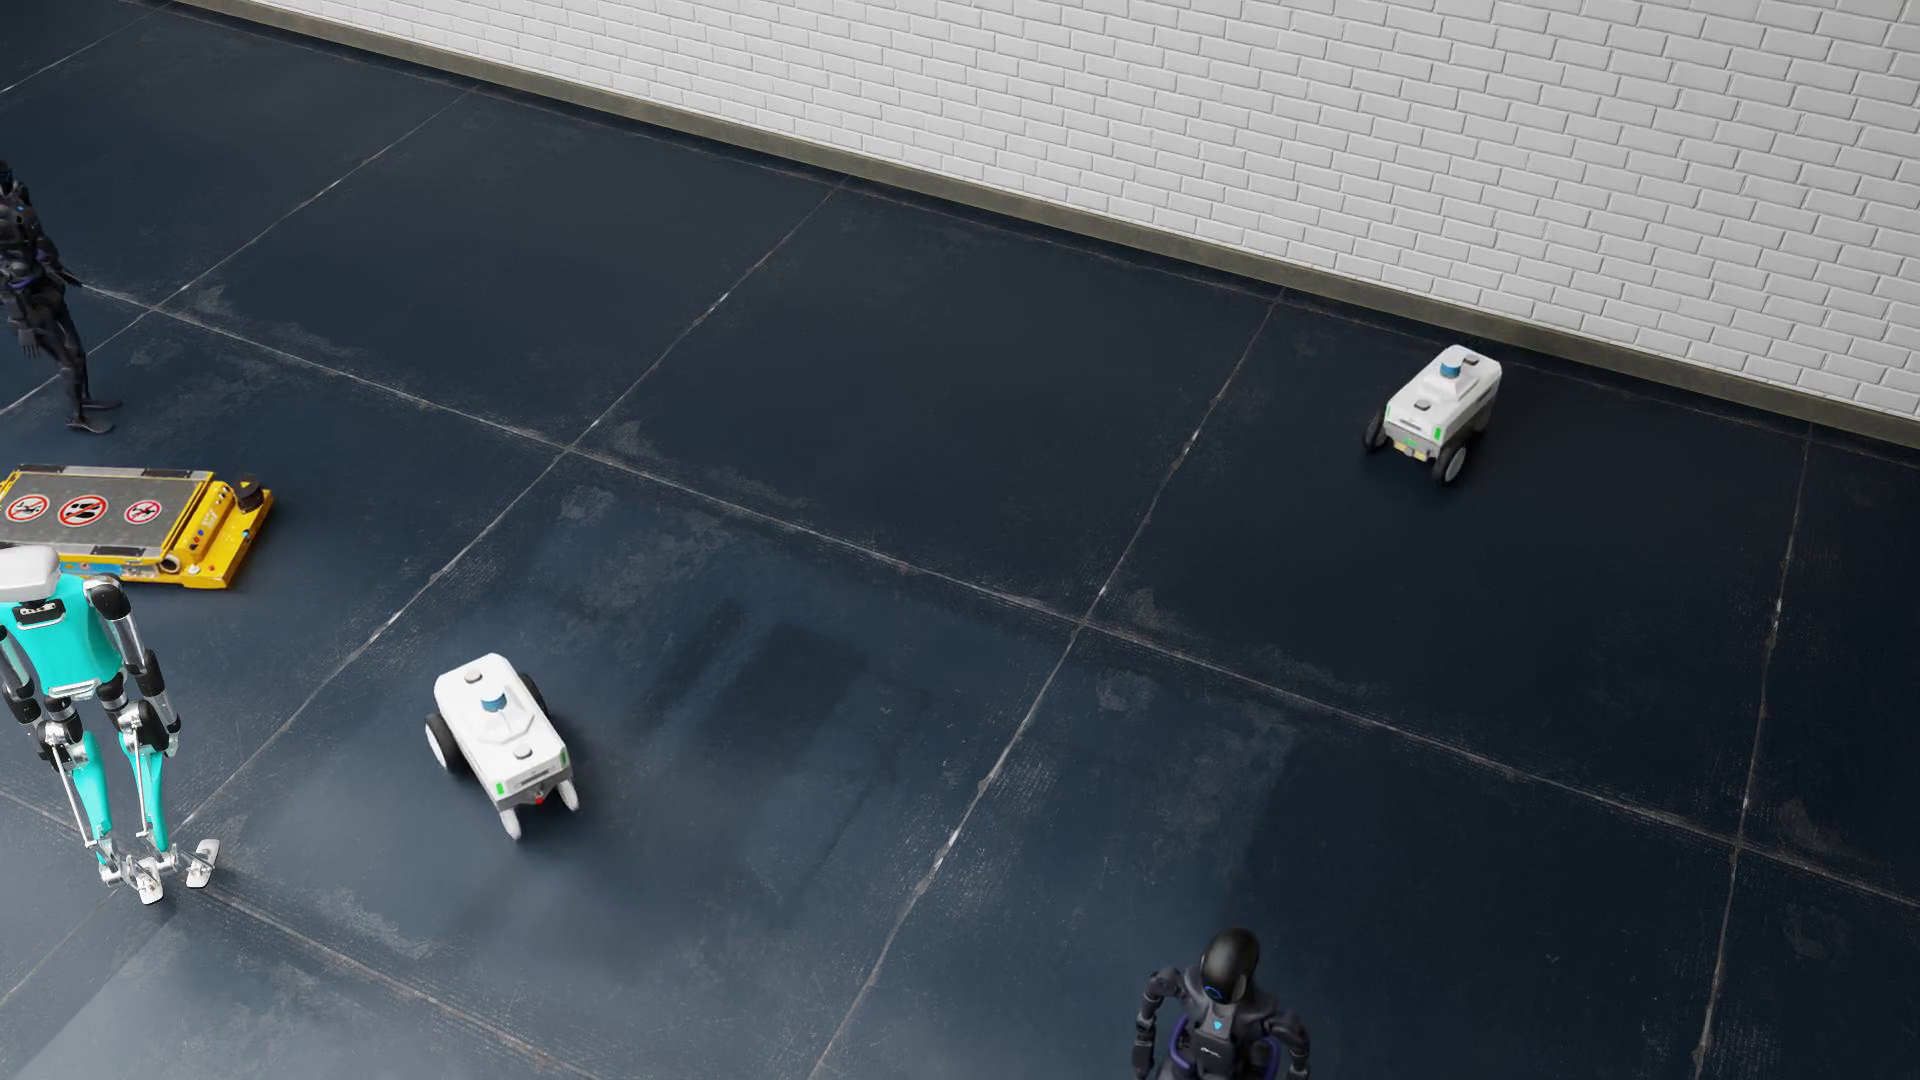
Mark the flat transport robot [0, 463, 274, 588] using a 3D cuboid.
[{"bbox_3d":[-4.271,-0.070,8.331,1.431,0.231,0.659,2,43,3],"label":"flat transport robot"}]

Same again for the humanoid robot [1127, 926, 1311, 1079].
[{"bbox_3d":[0.865,1.709,5.387,0.610,1.640,0.643,17,45,18],"label":"humanoid robot"}]

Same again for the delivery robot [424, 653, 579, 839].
[{"bbox_3d":[-1.961,0.838,7.134,0.499,0.586,0.773,-25,49,-25],"label":"delivery robot"}]

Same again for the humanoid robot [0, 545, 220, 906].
[{"bbox_3d":[-3.201,0.824,6.188,0.533,1.677,0.735,-12,44,-12],"label":"humanoid robot"}]

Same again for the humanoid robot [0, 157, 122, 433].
[{"bbox_3d":[-4.775,-1.275,8.596,0.303,1.654,0.616,-2,43,-2],"label":"humanoid robot"}]

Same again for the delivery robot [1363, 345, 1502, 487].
[{"bbox_3d":[2.548,-0.711,8.804,0.499,0.583,0.767,31,51,29],"label":"delivery robot"}]
